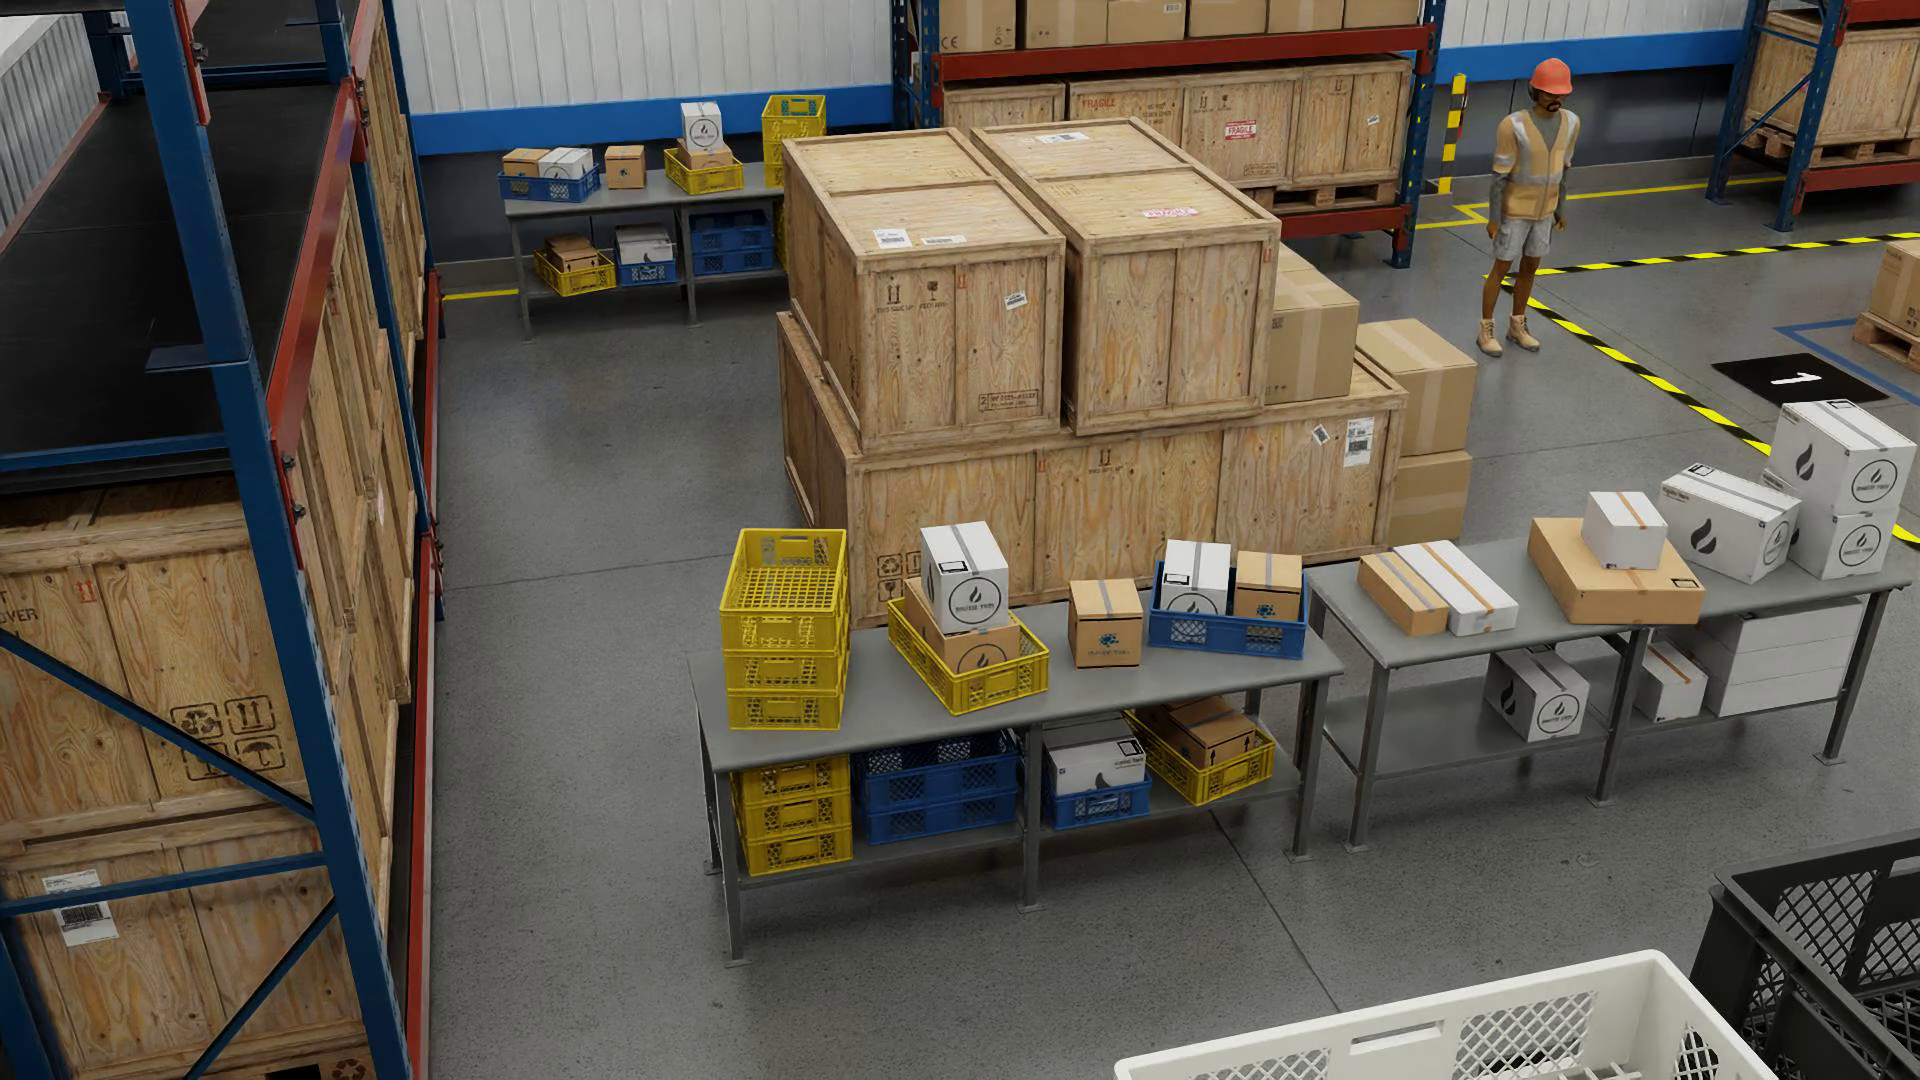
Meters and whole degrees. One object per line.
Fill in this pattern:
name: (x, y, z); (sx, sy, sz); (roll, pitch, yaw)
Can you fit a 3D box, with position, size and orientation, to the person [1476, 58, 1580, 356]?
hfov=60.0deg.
person: (3.901, -2.261, 11.384); (0.613, 2.042, 0.370); (-9, 30, -16)
